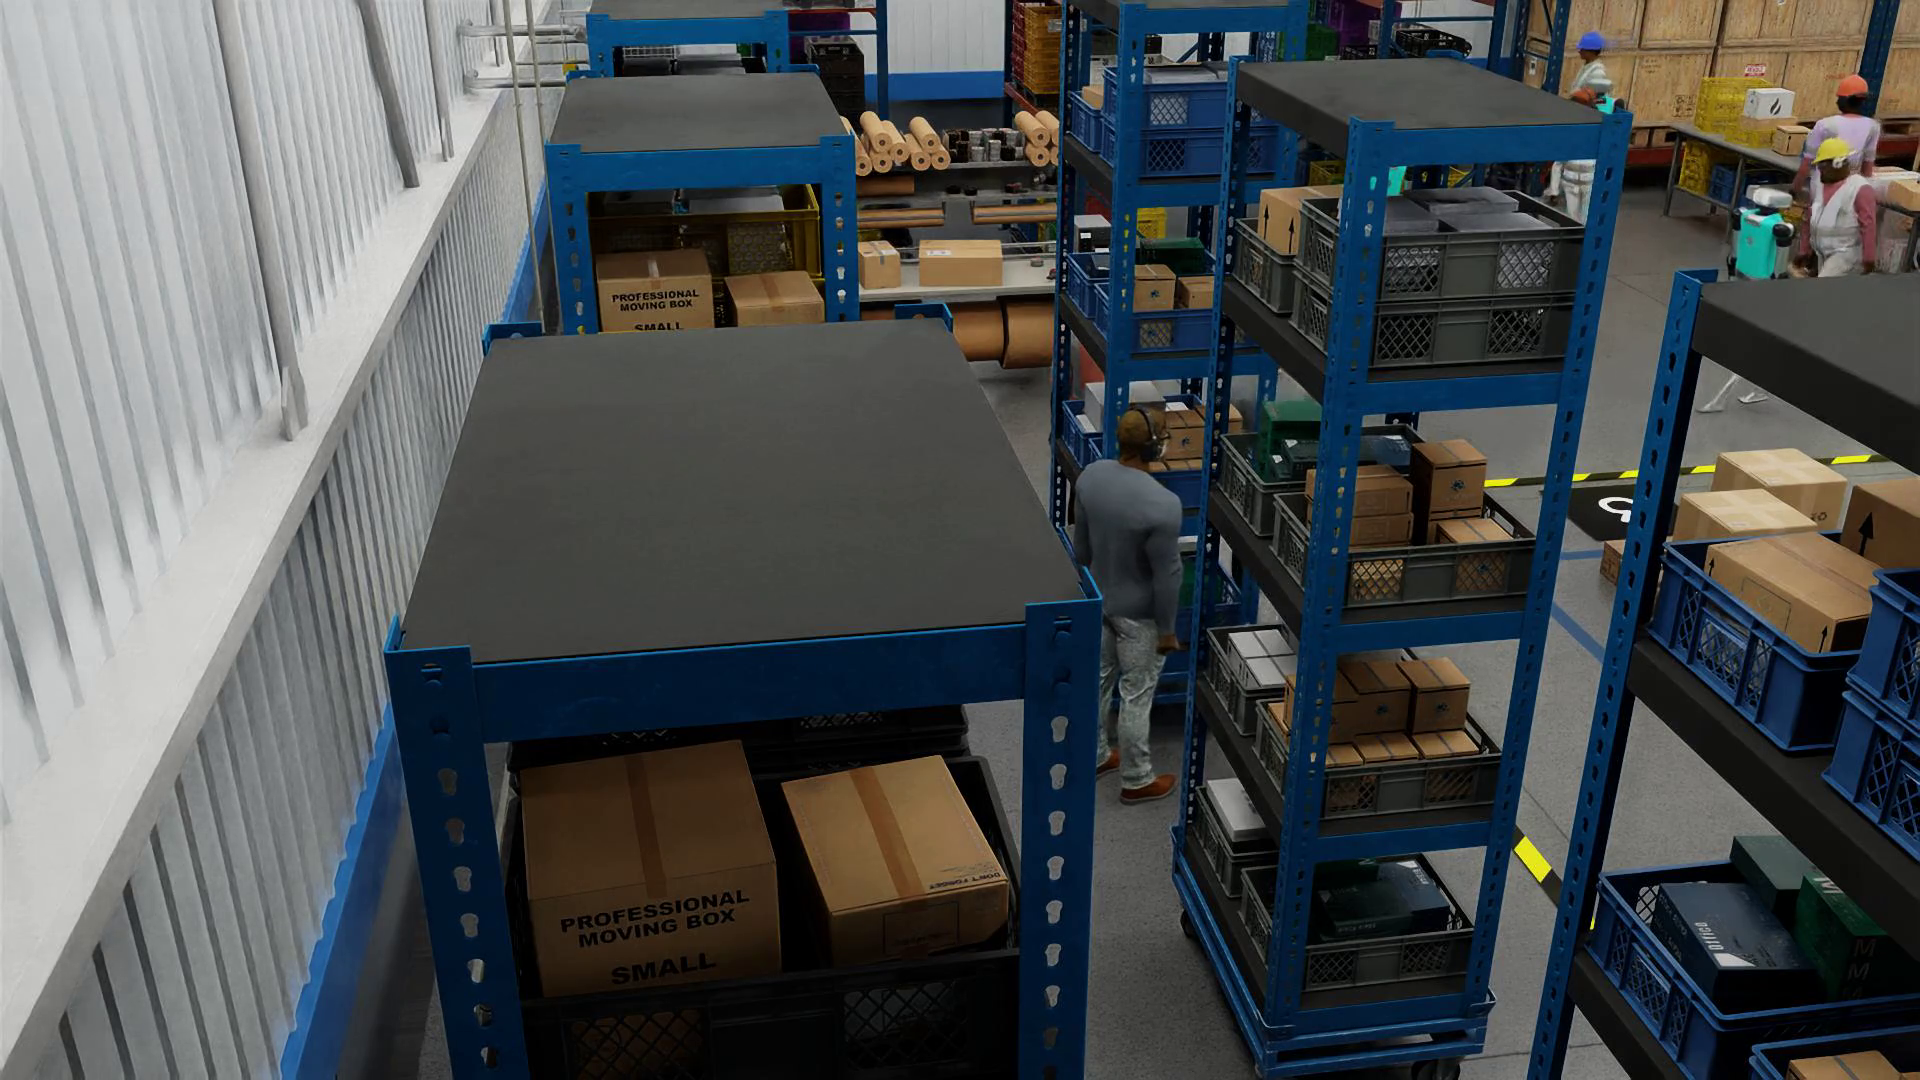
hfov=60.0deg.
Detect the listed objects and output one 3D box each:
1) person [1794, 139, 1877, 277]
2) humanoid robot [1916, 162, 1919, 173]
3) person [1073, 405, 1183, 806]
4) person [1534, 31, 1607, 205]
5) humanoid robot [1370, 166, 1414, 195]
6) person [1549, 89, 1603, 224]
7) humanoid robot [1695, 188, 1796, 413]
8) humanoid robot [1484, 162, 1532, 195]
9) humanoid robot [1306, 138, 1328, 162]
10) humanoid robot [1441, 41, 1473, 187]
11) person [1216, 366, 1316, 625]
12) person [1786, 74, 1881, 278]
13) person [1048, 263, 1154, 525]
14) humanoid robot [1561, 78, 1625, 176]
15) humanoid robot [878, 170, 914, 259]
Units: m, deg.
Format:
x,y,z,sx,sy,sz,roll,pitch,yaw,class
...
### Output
x,y,z,sx,sy,sz,roll,pitch,yaw,class
7.099,-2.362,13.639,0.743,1.776,0.660,-3,25,-7,person
9.721,-3.542,16.324,0.600,1.635,0.627,0,25,0,humanoid robot
0.769,0.301,7.647,0.376,1.939,0.627,-18,30,-33,person
6.946,-4.671,18.484,0.902,1.915,0.627,3,25,7,person
3.488,-2.615,14.064,0.533,1.677,0.735,1,25,2,humanoid robot
5.717,-3.202,15.375,0.621,1.845,0.889,18,30,34,person
6.034,-1.750,12.354,0.818,1.774,0.547,-10,26,-20,humanoid robot
5.182,-3.318,15.849,0.601,1.628,0.542,-14,28,-28,humanoid robot
4.036,-4.493,18.400,0.696,1.631,0.584,0,25,1,humanoid robot
5.773,-4.954,19.364,0.315,1.657,0.599,7,26,15,humanoid robot
1.669,-0.318,9.121,0.599,1.838,0.573,-6,25,-13,person
7.971,-3.244,15.291,0.612,2.035,0.683,-3,25,-7,person
0.822,-0.691,9.770,0.611,1.963,0.362,1,25,1,person
6.165,-3.572,16.297,0.545,1.762,0.773,6,25,13,humanoid robot
-0.461,-2.239,13.517,0.731,1.631,0.598,7,26,15,humanoid robot
